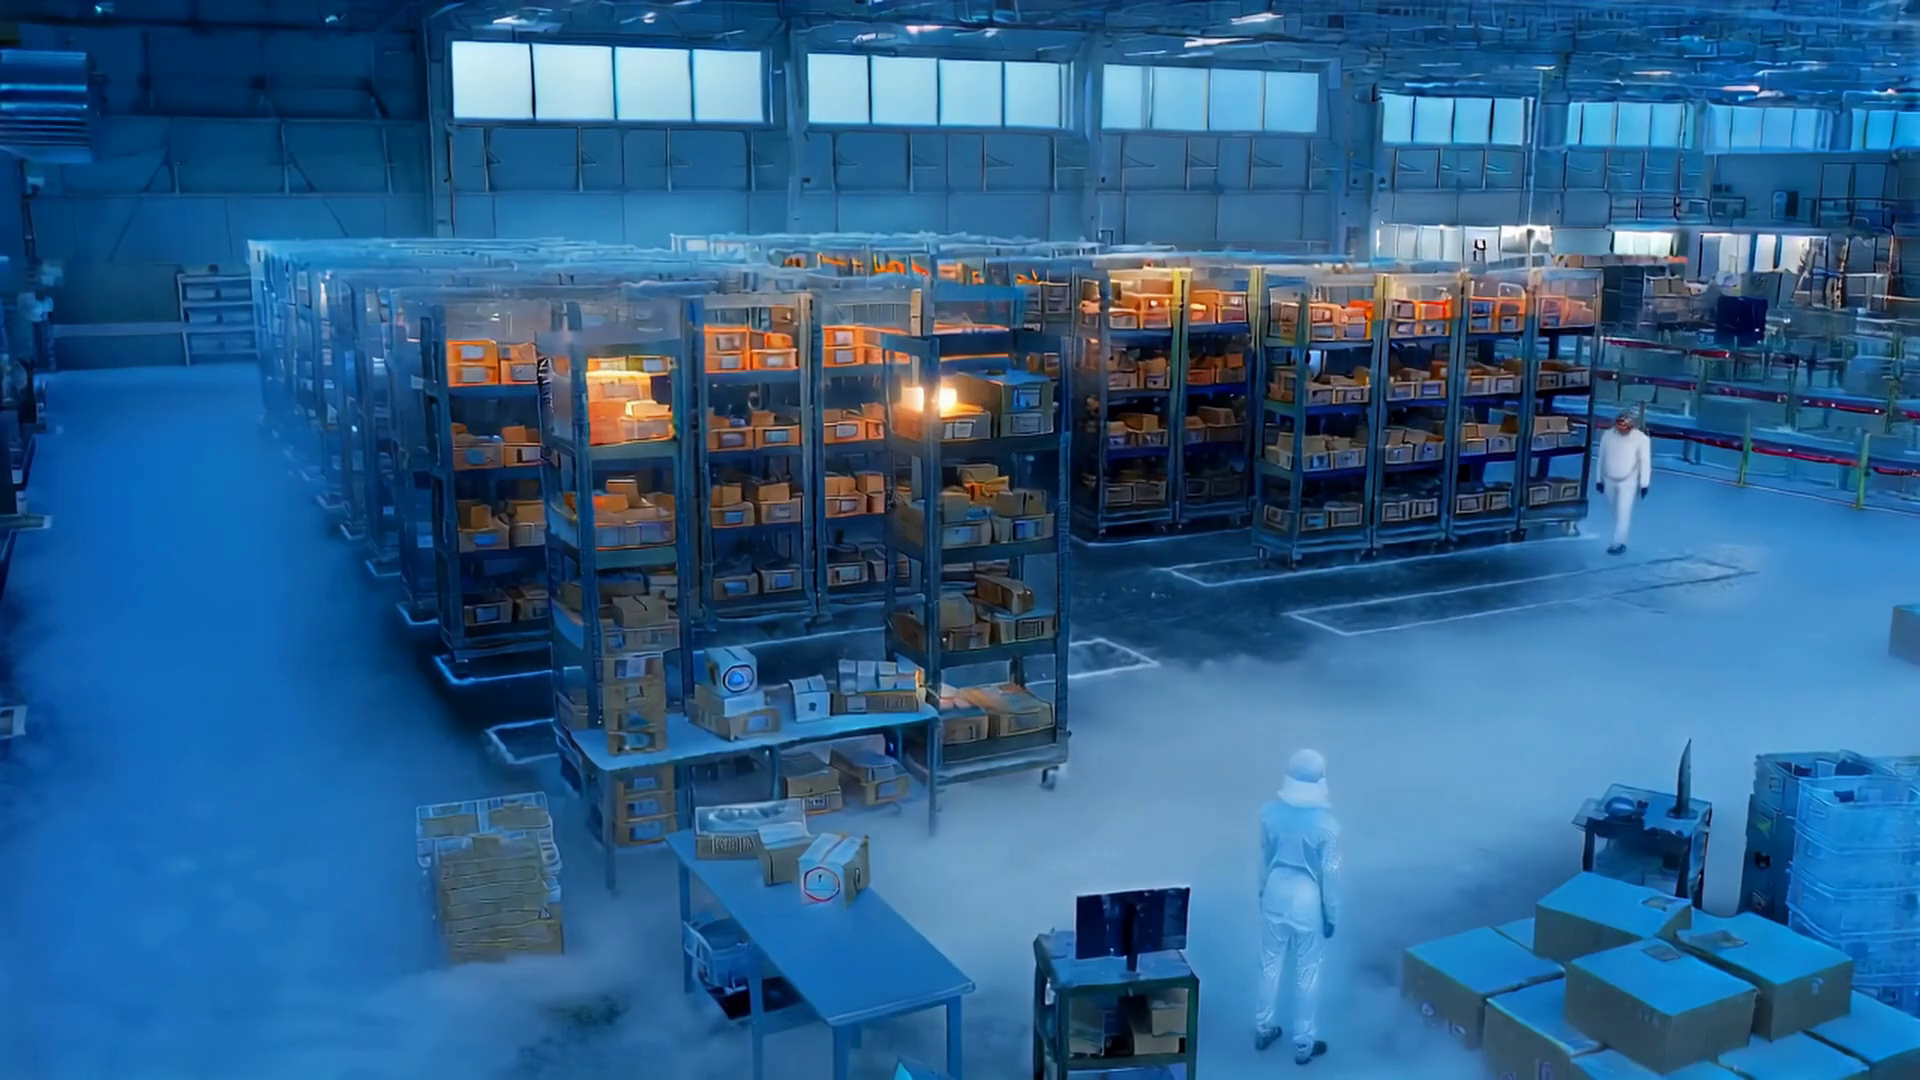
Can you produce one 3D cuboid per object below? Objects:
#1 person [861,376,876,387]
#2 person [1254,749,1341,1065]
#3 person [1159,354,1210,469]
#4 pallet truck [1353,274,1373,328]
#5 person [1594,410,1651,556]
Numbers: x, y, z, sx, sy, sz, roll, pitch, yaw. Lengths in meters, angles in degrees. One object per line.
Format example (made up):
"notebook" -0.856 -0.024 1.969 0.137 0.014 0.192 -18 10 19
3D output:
"person" -1.415 -1.604 25.526 0.606 1.808 0.591 -5 13 -24
"person" 1.829 1.967 9.012 0.480 1.734 0.333 8 15 34
"person" 3.762 -2.078 27.400 0.986 1.945 0.640 -7 14 -28
"pallet truck" 13.011 -8.050 55.243 0.823 1.965 1.885 -7 14 -28
"person" 8.446 -0.735 21.347 0.964 1.855 0.637 -11 16 -42
